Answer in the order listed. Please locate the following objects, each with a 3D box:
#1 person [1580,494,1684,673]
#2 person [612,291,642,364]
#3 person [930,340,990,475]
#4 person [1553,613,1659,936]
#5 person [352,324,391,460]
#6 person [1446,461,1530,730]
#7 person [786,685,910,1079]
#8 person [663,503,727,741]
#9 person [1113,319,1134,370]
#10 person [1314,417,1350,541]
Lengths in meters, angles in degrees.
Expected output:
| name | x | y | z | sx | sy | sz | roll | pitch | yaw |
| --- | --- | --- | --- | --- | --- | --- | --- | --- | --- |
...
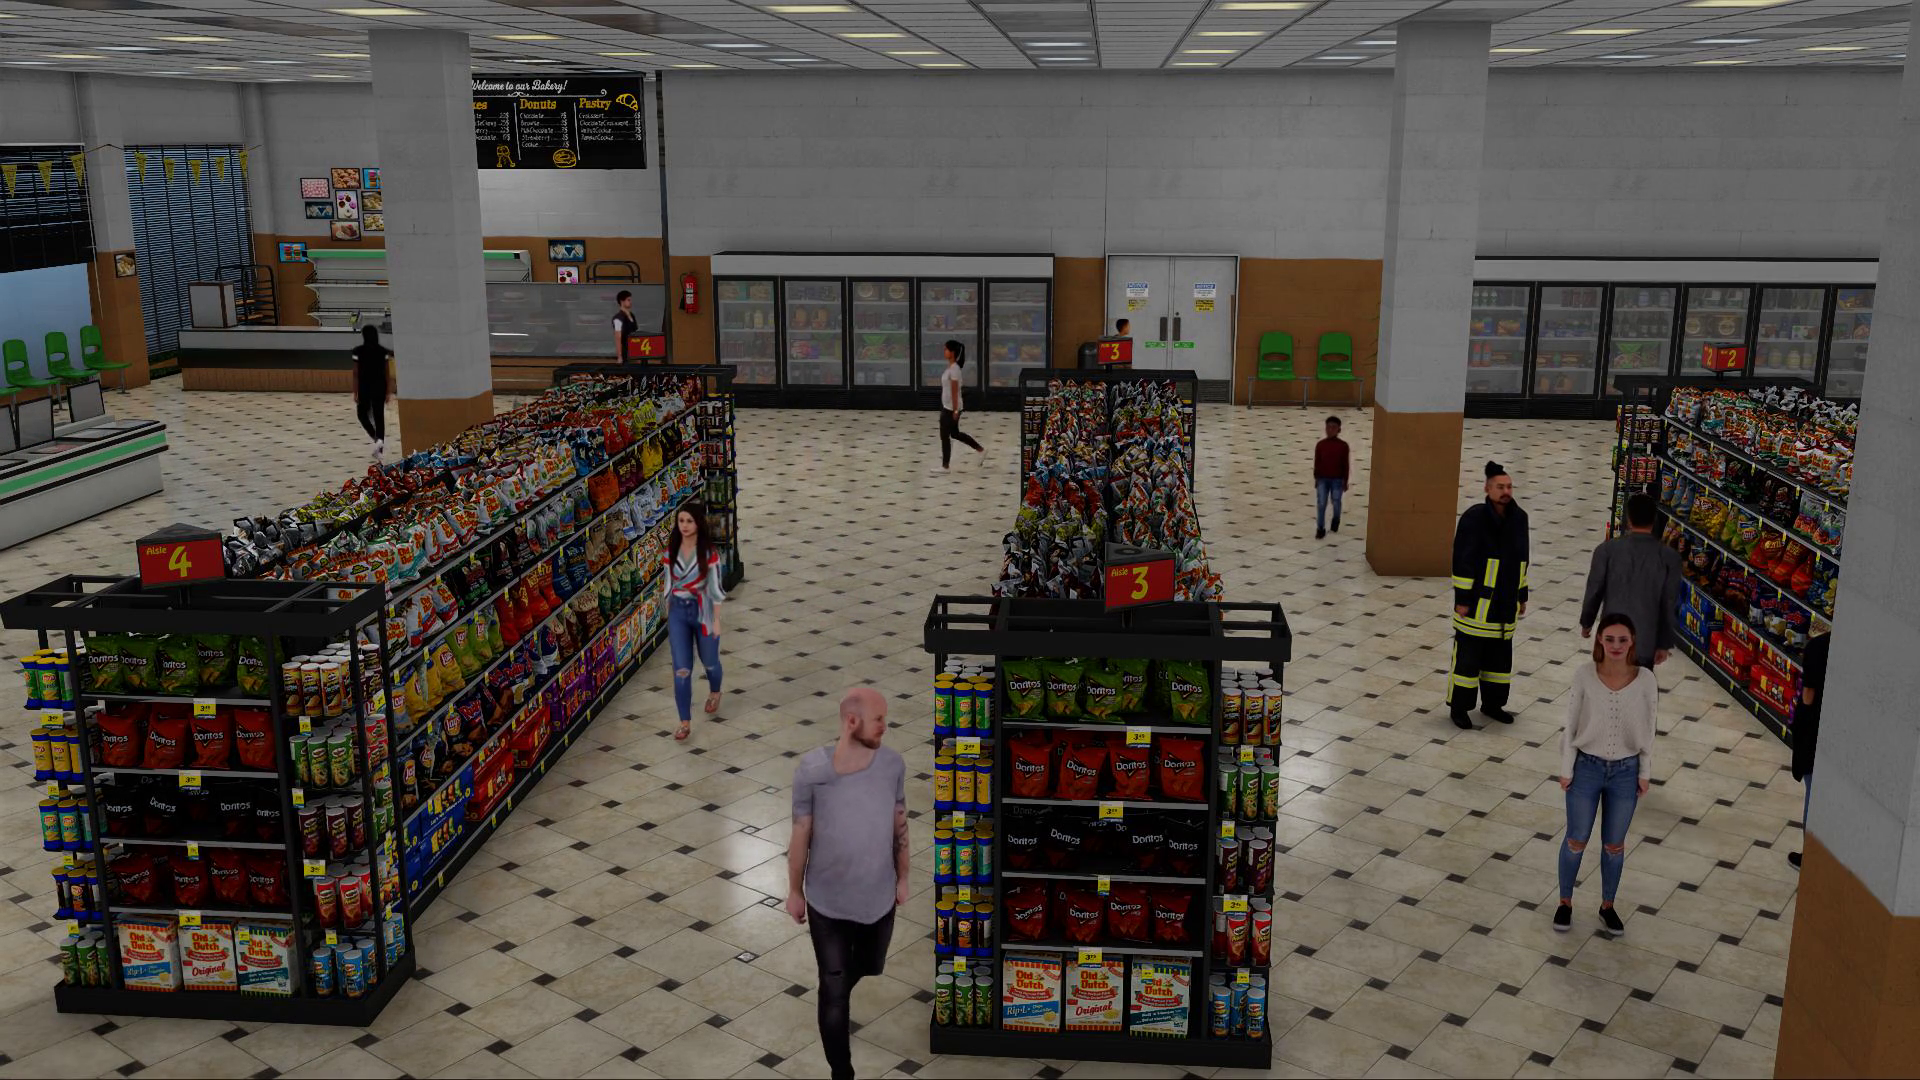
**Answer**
| name | x | y | z | sx | sy | sz | roll | pitch | yaw |
| --- | --- | --- | --- | --- | --- | --- | --- | --- | --- |
| person | 4.182 | 0.683 | 10.387 | 0.887 | 1.812 | 1.290 | 4 | 14 | 15 |
| person | -4.941 | -2.723 | 24.402 | 0.797 | 1.823 | 1.069 | 3 | 14 | 12 |
| person | 0.001 | -1.596 | 20.181 | 0.716 | 1.623 | 0.929 | -1 | 14 | -4 |
| person | 3.301 | 1.192 | 8.541 | 0.641 | 1.692 | 0.583 | 3 | 14 | 12 |
| person | -7.416 | -1.854 | 21.041 | 0.847 | 1.720 | 0.915 | -10 | 17 | -35 |
| person | 3.689 | 0.367 | 11.589 | 0.849 | 1.859 | 0.835 | -4 | 14 | -16 |
| person | -0.485 | 1.477 | 7.131 | 1.035 | 1.803 | 1.256 | -5 | 14 | -19 |
| person | -1.810 | 0.530 | 11.510 | 0.597 | 1.578 | 1.036 | 1 | 14 | 6 |
| person | 2.356 | -2.503 | 24.281 | 0.721 | 1.454 | 0.611 | -4 | 14 | -16 |
| person | 3.822 | -0.646 | 17.093 | 0.651 | 1.232 | 0.918 | 5 | 15 | 20 |
